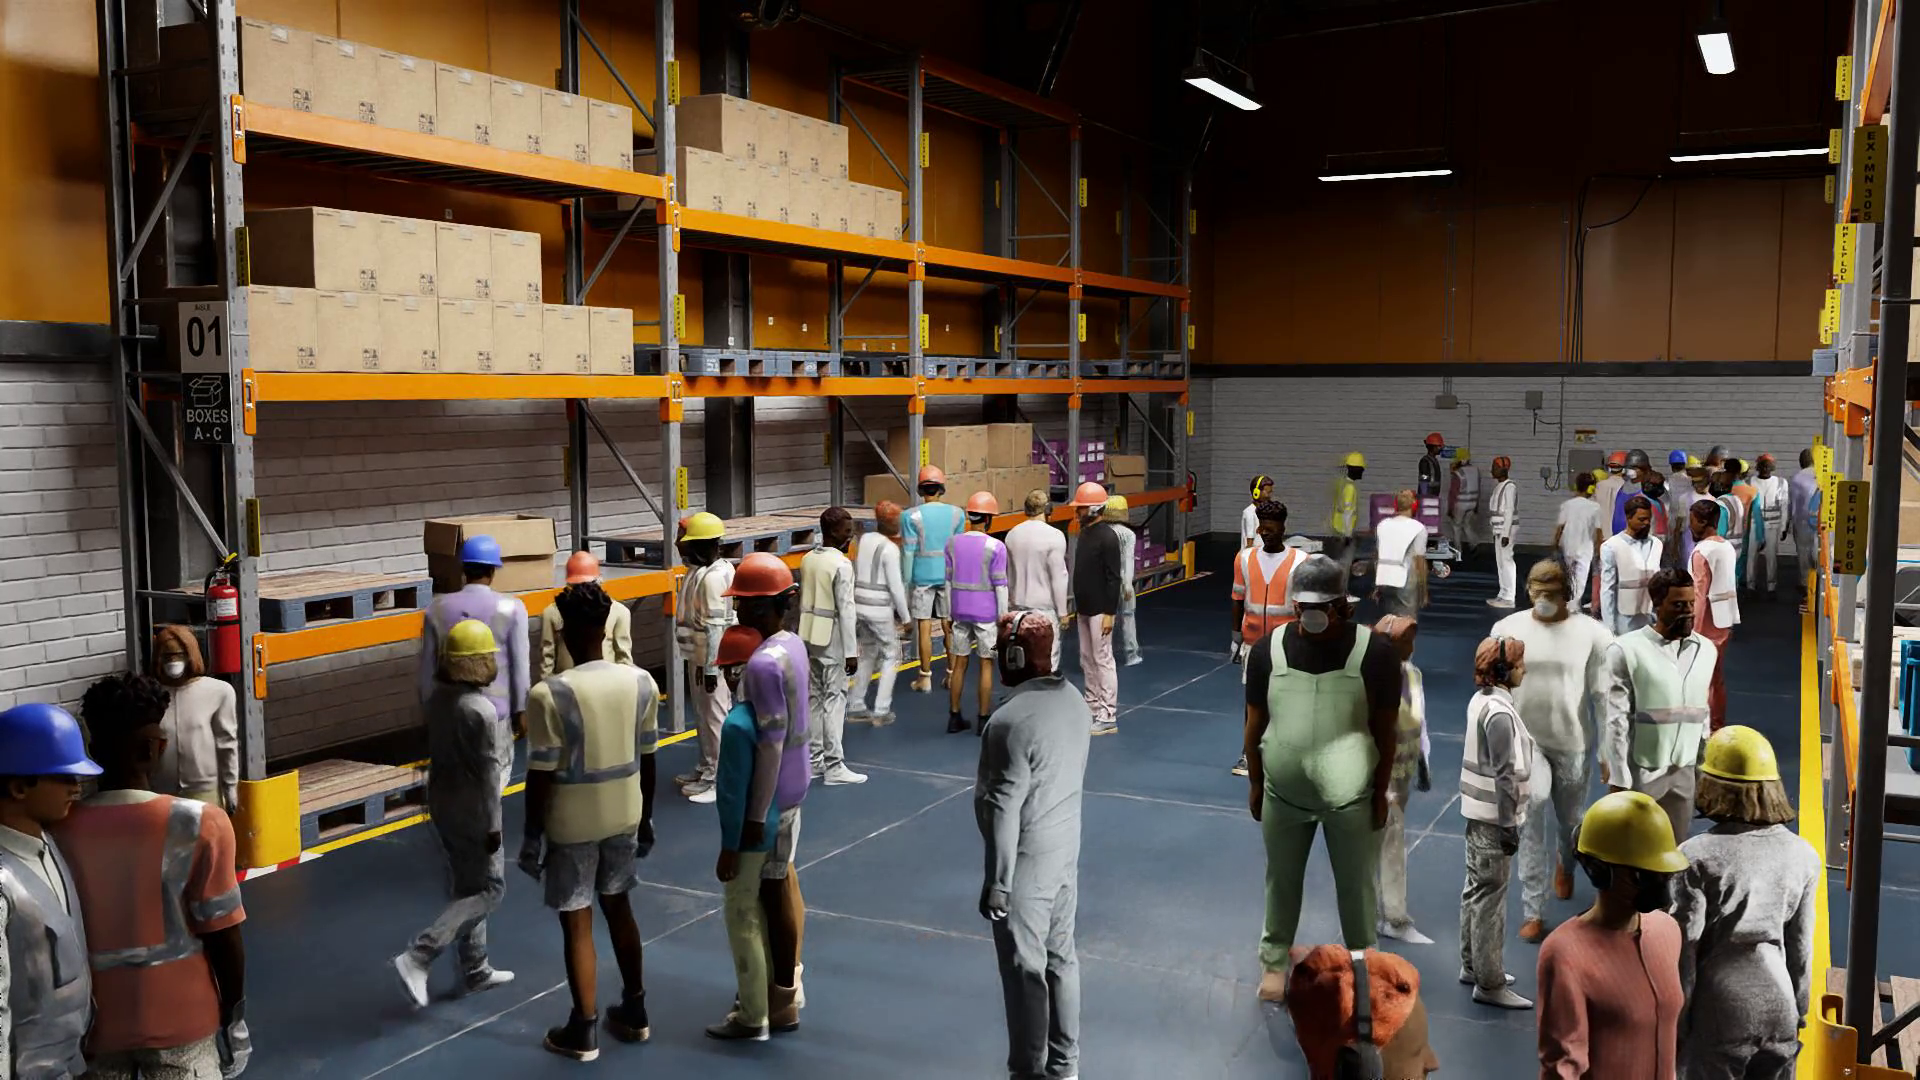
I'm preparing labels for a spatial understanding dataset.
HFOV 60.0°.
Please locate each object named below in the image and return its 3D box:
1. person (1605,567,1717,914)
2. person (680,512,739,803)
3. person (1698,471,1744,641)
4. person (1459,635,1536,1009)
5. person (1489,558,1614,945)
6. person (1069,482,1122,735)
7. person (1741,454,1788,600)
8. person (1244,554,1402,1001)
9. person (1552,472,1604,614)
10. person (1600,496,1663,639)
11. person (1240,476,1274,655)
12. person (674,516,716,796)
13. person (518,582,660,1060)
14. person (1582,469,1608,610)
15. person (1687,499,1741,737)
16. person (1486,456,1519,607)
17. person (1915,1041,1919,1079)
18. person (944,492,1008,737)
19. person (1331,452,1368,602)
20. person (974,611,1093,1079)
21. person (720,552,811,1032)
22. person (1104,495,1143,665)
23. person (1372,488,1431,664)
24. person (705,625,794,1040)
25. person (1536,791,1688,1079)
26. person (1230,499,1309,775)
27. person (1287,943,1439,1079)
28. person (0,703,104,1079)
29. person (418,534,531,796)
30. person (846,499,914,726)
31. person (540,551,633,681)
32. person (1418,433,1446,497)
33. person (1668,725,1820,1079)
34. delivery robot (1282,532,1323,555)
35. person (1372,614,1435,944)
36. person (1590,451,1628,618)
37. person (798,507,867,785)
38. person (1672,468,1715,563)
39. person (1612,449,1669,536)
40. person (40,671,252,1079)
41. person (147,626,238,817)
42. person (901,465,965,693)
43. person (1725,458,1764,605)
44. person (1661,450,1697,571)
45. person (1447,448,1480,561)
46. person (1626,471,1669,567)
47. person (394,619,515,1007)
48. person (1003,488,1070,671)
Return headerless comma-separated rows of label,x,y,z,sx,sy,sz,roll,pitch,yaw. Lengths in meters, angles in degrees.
person,3.261,1.074,7.768,0.587,1.920,0.391,-2,6,-19
person,-1.643,0.774,11.014,0.397,1.918,0.590,0,5,-3
person,8.098,0.185,17.742,0.429,1.842,0.633,5,7,40
person,2.392,1.242,7.441,0.307,1.641,0.511,1,5,6
person,3.035,1.019,8.512,0.639,1.904,0.959,3,6,28
person,1.056,0.537,13.148,0.380,1.991,0.625,-2,6,-20
person,10.324,-0.171,21.399,0.585,1.879,0.359,2,6,20
person,1.579,1.053,7.342,0.686,2.000,0.538,2,6,19
person,6.667,0.173,18.011,0.911,1.828,0.523,-4,7,-40
person,5.189,0.606,12.898,0.599,1.905,0.391,-3,6,-27
person,2.984,0.284,16.638,0.351,1.856,0.521,2,6,21
person,-1.748,0.772,11.197,0.337,1.882,0.584,-1,5,-14
person,-1.527,1.147,6.826,0.414,1.957,0.609,5,7,43
person,7.786,0.004,20.291,0.329,1.737,0.490,0,5,1
person,5.587,0.651,12.414,0.410,1.908,0.598,5,7,42
person,6.744,-0.098,20.640,0.355,1.879,0.567,0,5,2
person,2.680,1.516,4.225,0.543,1.687,0.440,0,5,0
person,0.144,0.582,13.072,0.549,1.923,0.390,3,6,29
person,4.874,-0.162,21.060,0.535,1.916,0.628,0,5,4
person,0.255,1.216,6.358,0.402,1.902,0.640,3,6,28
person,-0.834,1.072,7.132,0.375,2.043,0.610,0,5,3
person,1.466,0.413,16.087,0.487,1.701,0.895,4,6,35
person,3.988,0.442,15.109,0.453,1.820,0.579,-3,6,-28
person,-0.898,1.227,7.099,0.354,1.737,0.573,1,6,15
person,1.617,1.490,4.113,0.525,1.769,0.308,-4,7,-37
person,2.182,0.691,11.638,0.612,1.963,0.363,3,6,28
person,0.534,1.580,2.750,0.911,1.851,0.574,0,5,4
person,-2.424,1.387,4.312,0.418,1.939,0.611,-1,5,-13
person,-2.724,0.933,9.302,0.640,1.916,0.664,1,5,8
person,-0.652,0.588,13.349,0.411,1.855,0.614,-3,6,-32
person,-2.299,0.933,10.232,0.567,1.741,0.355,0,5,-2
person,7.204,-0.620,25.406,0.407,2.034,0.611,3,6,33
person,2.330,1.422,5.021,0.481,1.735,0.340,-1,5,-13
delivery robot,5.048,0.116,24.832,0.707,0.478,0.477,-1,5,-16
person,2.152,1.179,8.434,0.553,1.614,0.705,-5,7,-41
person,7.682,-0.047,19.501,0.408,1.984,0.615,-5,7,-44
person,-0.913,0.728,11.513,0.369,1.913,0.597,-4,6,-35
person,8.536,0.074,19.101,0.632,1.812,0.452,1,5,10
person,7.789,-0.049,19.200,0.536,2.000,0.687,-2,6,-23
person,-2.301,1.343,4.656,0.603,1.958,0.380,-1,5,-12
person,-3.692,1.208,7.905,0.495,1.625,0.288,-2,6,-21
person,-0.254,0.352,14.895,0.609,2.040,0.394,-2,6,-22
person,9.239,-0.023,19.870,0.612,1.906,0.859,4,7,37
person,8.999,-0.158,20.882,0.614,1.943,0.404,0,5,2
person,7.822,-0.546,25.903,0.616,1.784,0.449,-3,6,-30
person,7.429,0.170,17.993,0.631,1.836,0.432,-5,7,-45
person,-2.241,1.212,7.338,0.487,1.720,0.599,4,7,39
person,0.617,0.552,13.362,0.383,1.929,0.641,-5,7,-42
